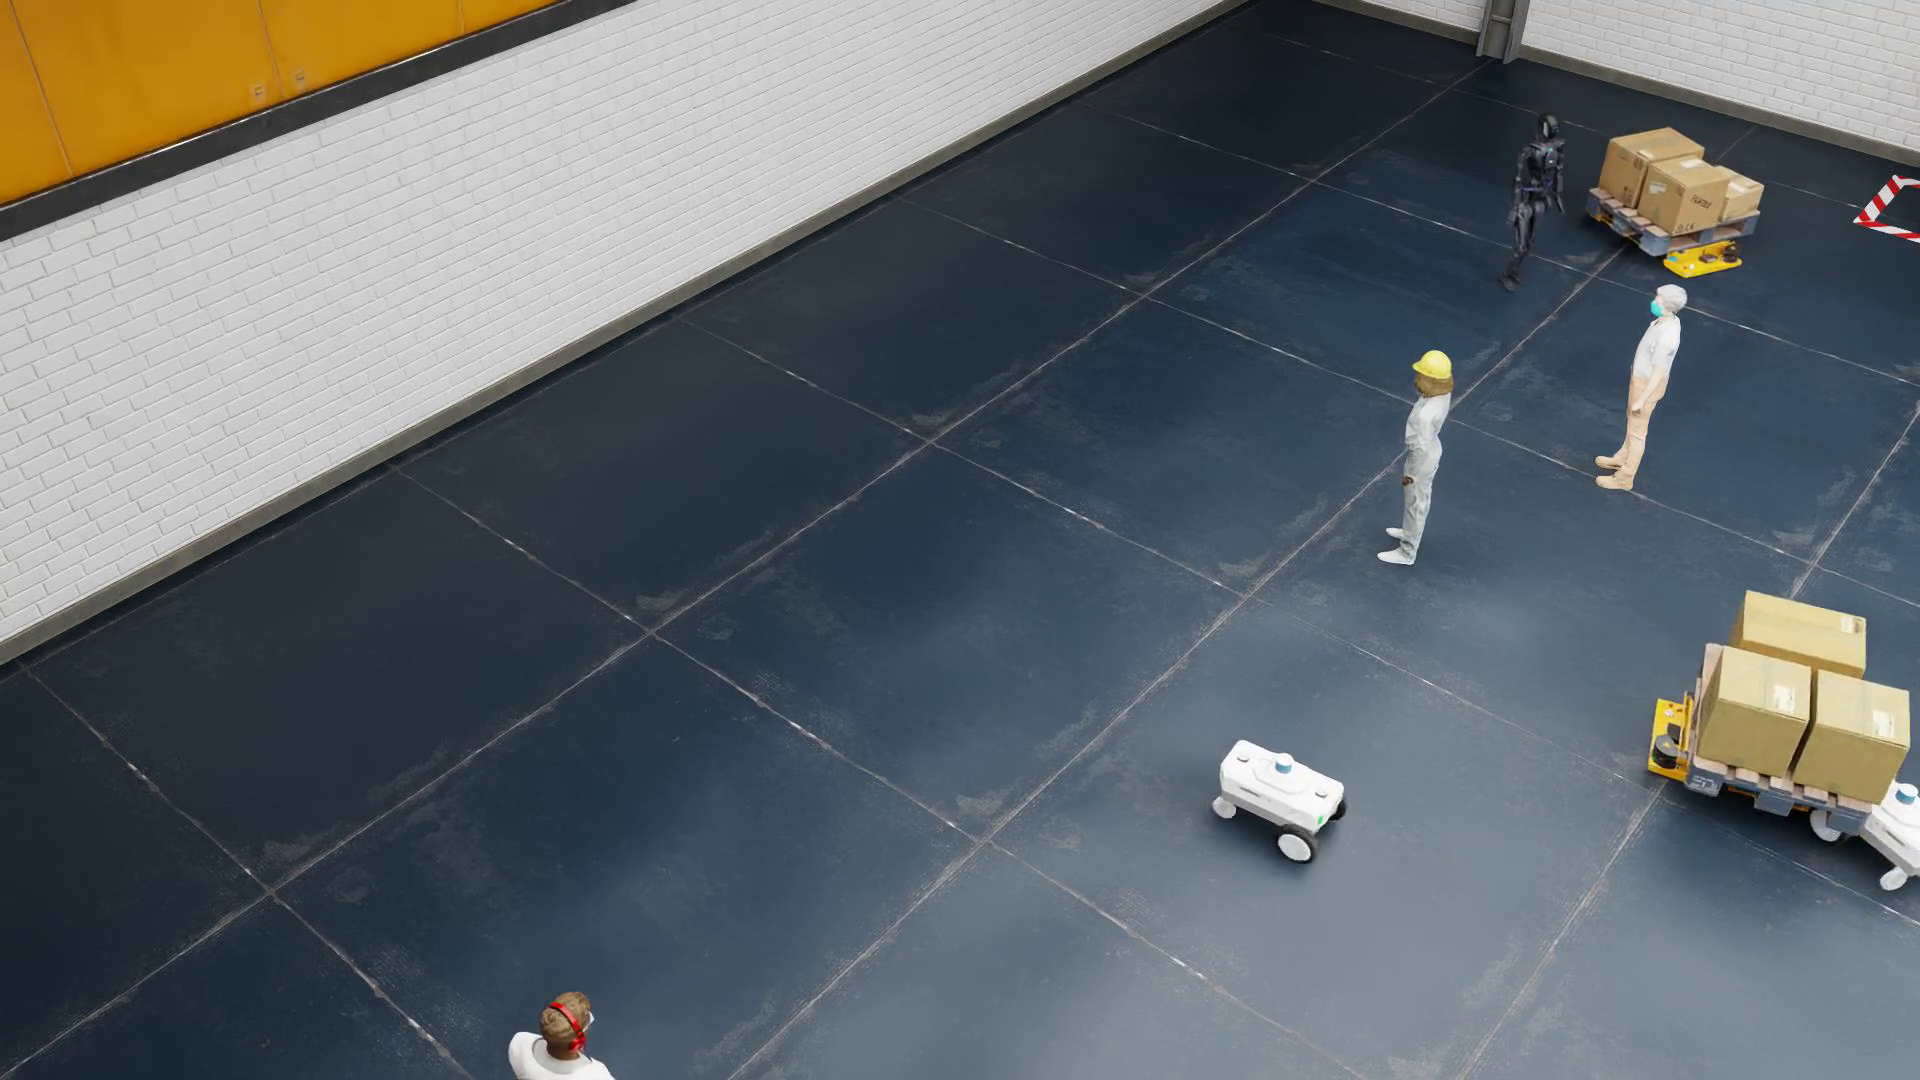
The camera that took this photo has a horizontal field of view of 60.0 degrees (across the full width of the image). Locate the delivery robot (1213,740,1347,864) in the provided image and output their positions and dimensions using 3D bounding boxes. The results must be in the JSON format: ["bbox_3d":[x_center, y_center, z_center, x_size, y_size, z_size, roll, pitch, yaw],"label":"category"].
[{"bbox_3d":[1.961,1.554,10.135,0.795,0.602,0.499,23,44,26],"label":"delivery robot"}]

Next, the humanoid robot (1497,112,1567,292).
[{"bbox_3d":[5.162,-3.050,14.947,0.597,1.657,0.332,-17,42,-20],"label":"humanoid robot"}]

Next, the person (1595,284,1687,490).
[{"bbox_3d":[5.159,-1.167,12.555,0.320,1.749,0.473,11,40,14],"label":"person"}]

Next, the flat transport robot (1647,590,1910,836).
[{"bbox_3d":[5.154,1.397,10.552,1.431,0.231,0.659,15,41,18],"label":"flat transport robot"}]

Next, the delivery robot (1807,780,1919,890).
[{"bbox_3d":[5.544,1.688,9.978,0.523,0.614,0.785,-18,42,-21],"label":"delivery robot"}]

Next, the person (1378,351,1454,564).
[{"bbox_3d":[3.255,-0.587,11.839,0.309,1.744,0.486,17,42,20],"label":"person"}]

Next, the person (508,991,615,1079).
[{"bbox_3d":[-1.747,2.739,7.644,0.570,1.830,0.394,18,42,21],"label":"person"}]

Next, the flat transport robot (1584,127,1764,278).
[{"bbox_3d":[6.757,-2.967,15.969,0.659,0.231,1.431,-14,41,-17],"label":"flat transport robot"}]
